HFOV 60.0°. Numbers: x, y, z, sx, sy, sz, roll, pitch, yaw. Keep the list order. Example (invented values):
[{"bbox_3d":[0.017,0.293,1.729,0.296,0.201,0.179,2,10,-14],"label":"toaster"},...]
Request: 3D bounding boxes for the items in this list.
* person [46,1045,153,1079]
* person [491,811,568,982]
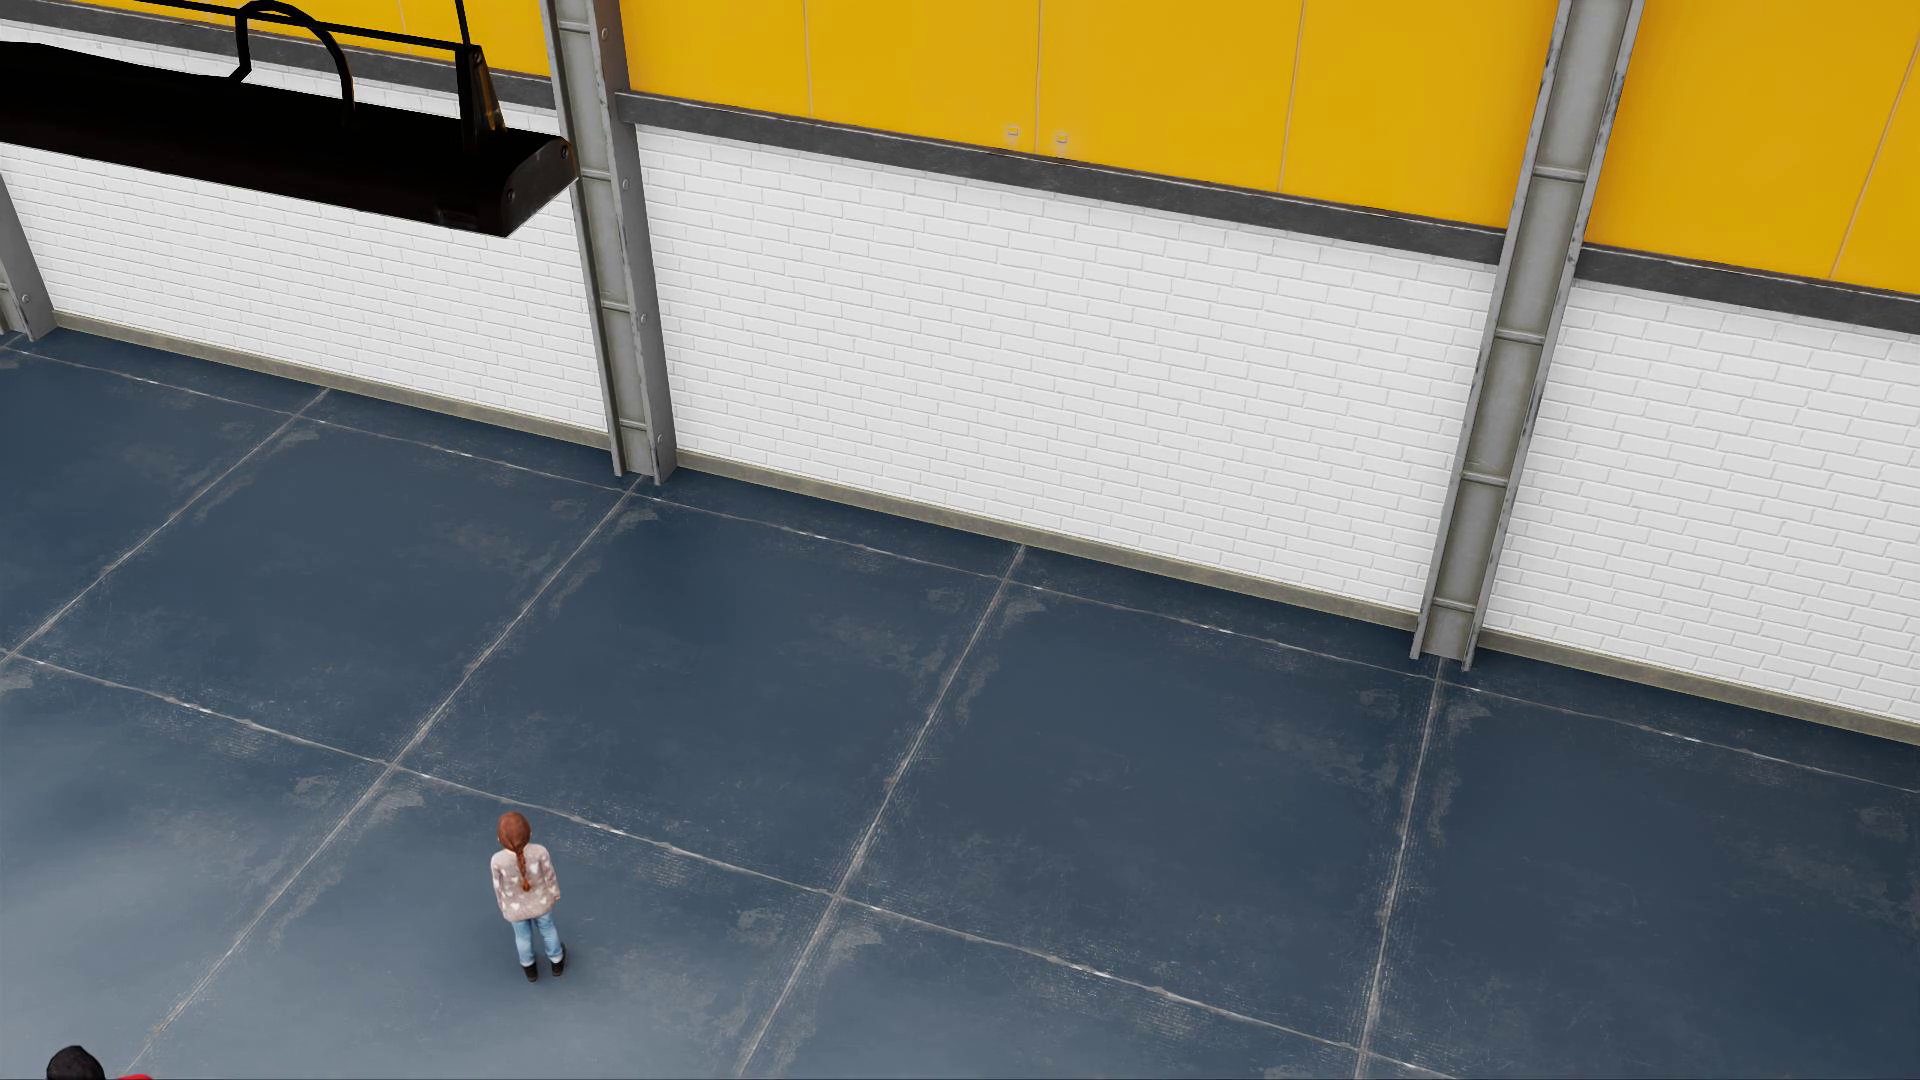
[{"bbox_3d":[-3.484,2.775,7.087,0.598,1.884,0.686,10,40,12],"label":"person"},{"bbox_3d":[-2.279,1.886,8.751,0.539,1.195,0.609,-12,40,-15],"label":"person"}]
